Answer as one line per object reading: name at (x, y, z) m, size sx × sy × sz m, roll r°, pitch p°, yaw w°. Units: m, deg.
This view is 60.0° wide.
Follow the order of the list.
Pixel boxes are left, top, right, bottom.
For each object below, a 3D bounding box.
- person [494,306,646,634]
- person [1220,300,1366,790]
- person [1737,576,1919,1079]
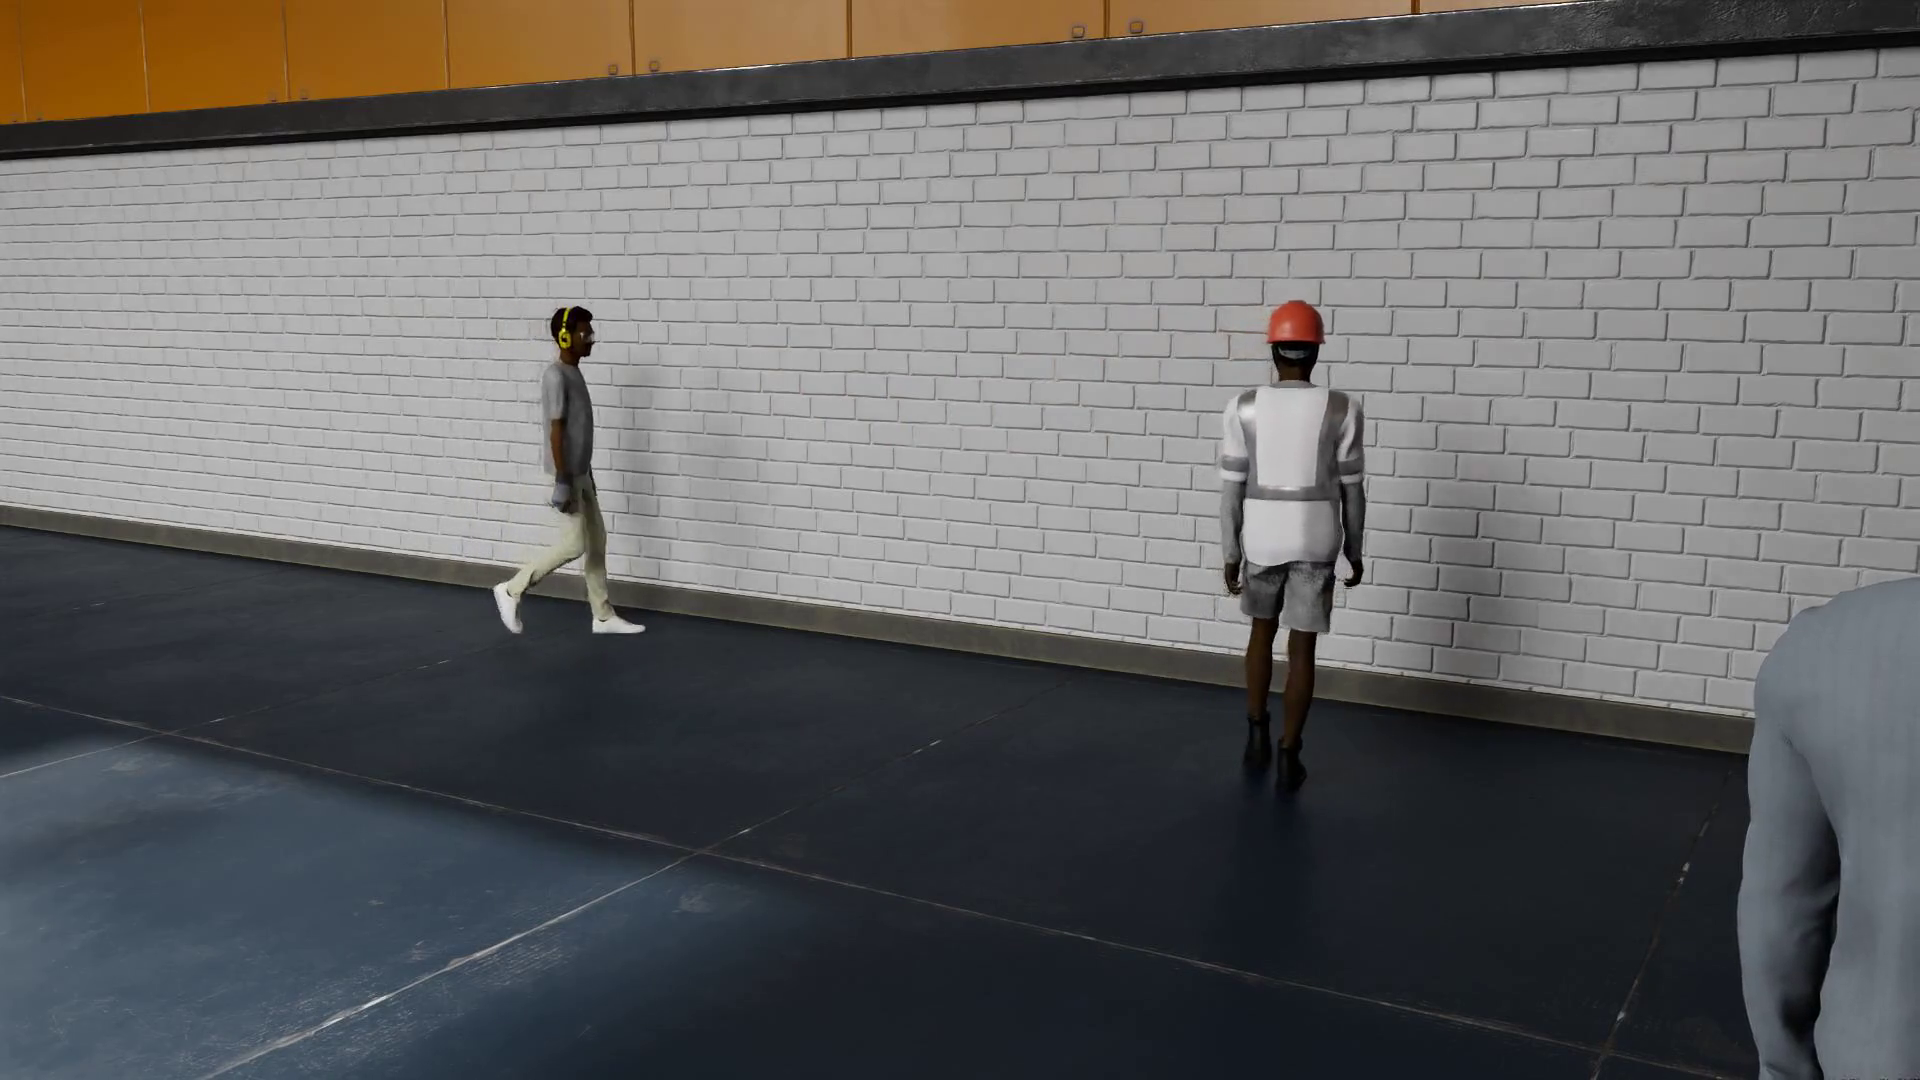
person at (-2.182, -0.368, 9.225) m, size 0.757 × 1.851 × 0.543 m, roll 0°, pitch 9°, yaw 0°
person at (1.340, 0.009, 6.651) m, size 0.552 × 1.919 × 0.632 m, roll 4°, pitch 10°, yaw 21°
person at (1.275, 0.736, 2.042) m, size 0.358 × 1.938 × 0.636 m, roll -6°, pitch 11°, yaw -35°
